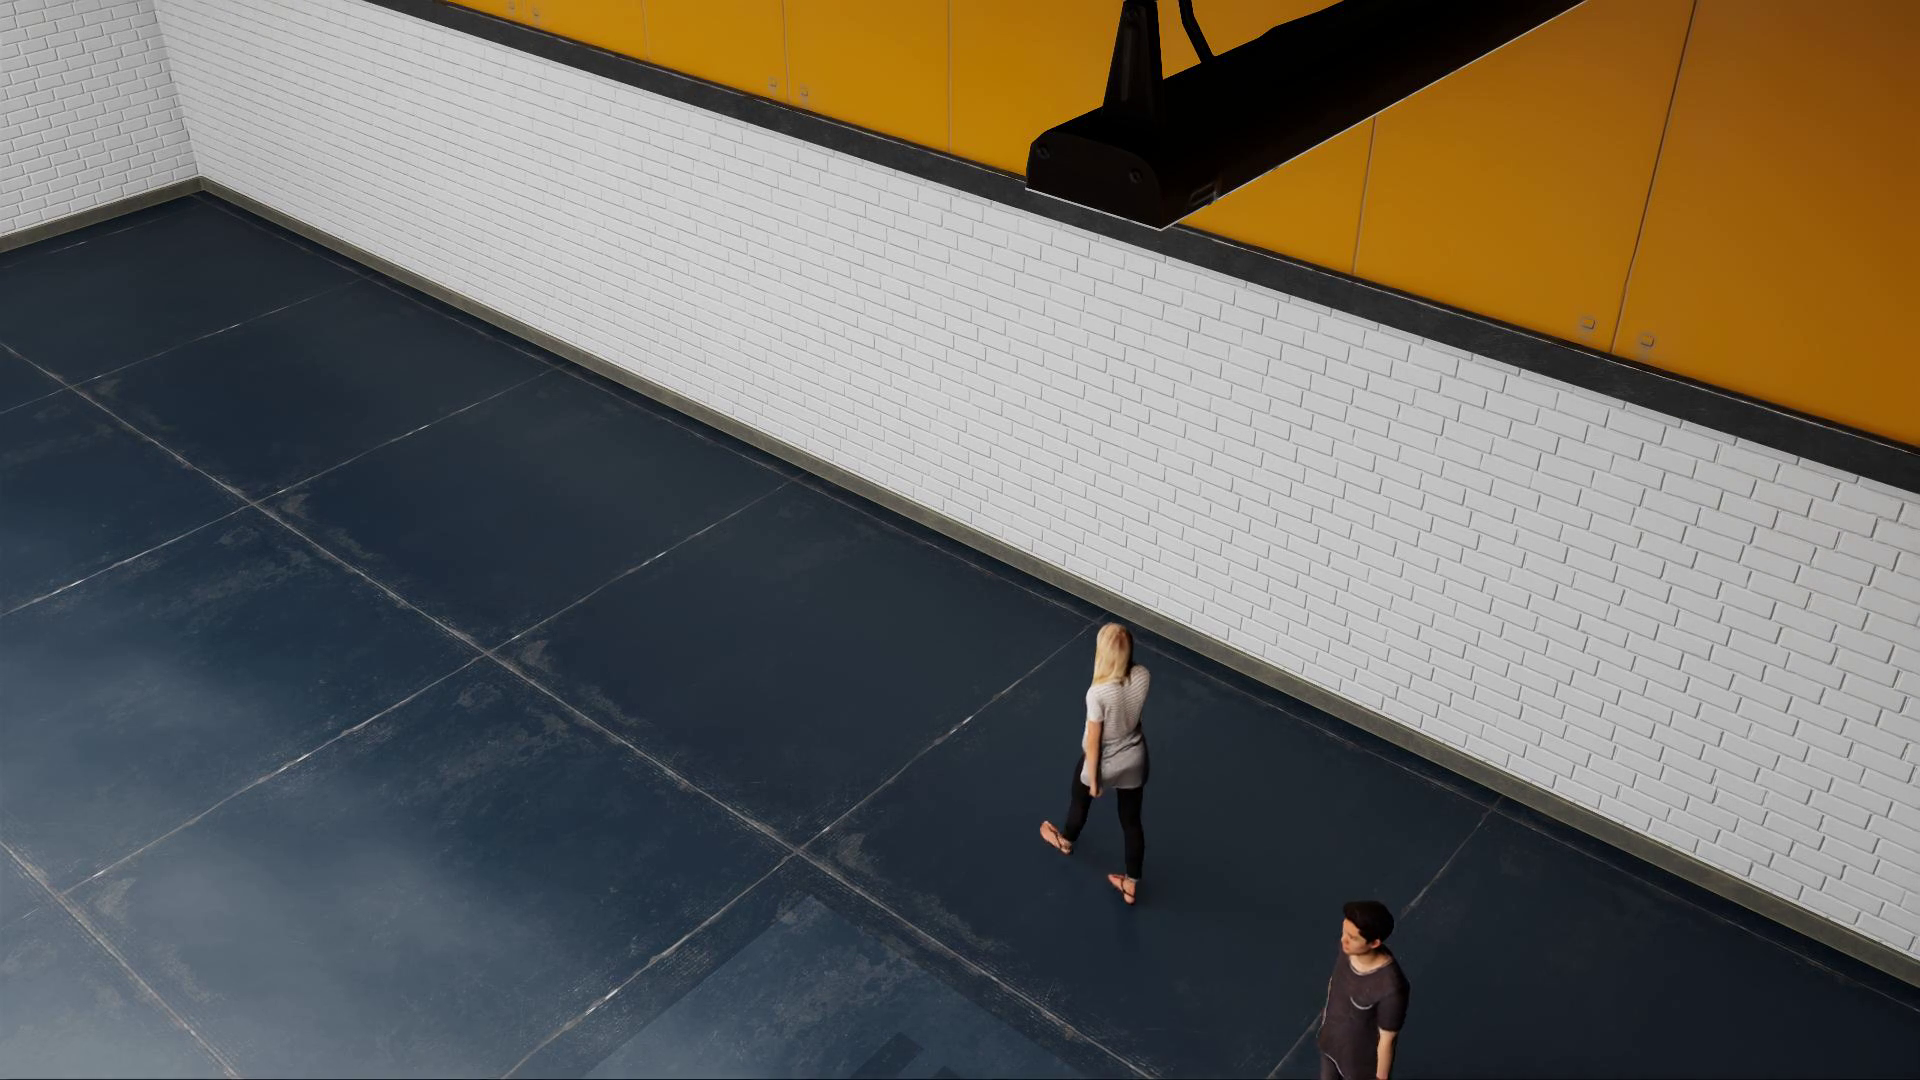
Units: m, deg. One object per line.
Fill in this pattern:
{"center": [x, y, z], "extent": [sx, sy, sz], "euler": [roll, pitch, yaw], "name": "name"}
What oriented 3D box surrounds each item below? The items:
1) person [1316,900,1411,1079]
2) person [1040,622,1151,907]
{"center": [1.891, 2.299, 7.657], "extent": [0.864, 1.703, 0.802], "euler": [-11, 35, -16], "name": "person"}
{"center": [0.916, 1.276, 9.112], "extent": [0.995, 1.797, 0.867], "euler": [-17, 37, -24], "name": "person"}
